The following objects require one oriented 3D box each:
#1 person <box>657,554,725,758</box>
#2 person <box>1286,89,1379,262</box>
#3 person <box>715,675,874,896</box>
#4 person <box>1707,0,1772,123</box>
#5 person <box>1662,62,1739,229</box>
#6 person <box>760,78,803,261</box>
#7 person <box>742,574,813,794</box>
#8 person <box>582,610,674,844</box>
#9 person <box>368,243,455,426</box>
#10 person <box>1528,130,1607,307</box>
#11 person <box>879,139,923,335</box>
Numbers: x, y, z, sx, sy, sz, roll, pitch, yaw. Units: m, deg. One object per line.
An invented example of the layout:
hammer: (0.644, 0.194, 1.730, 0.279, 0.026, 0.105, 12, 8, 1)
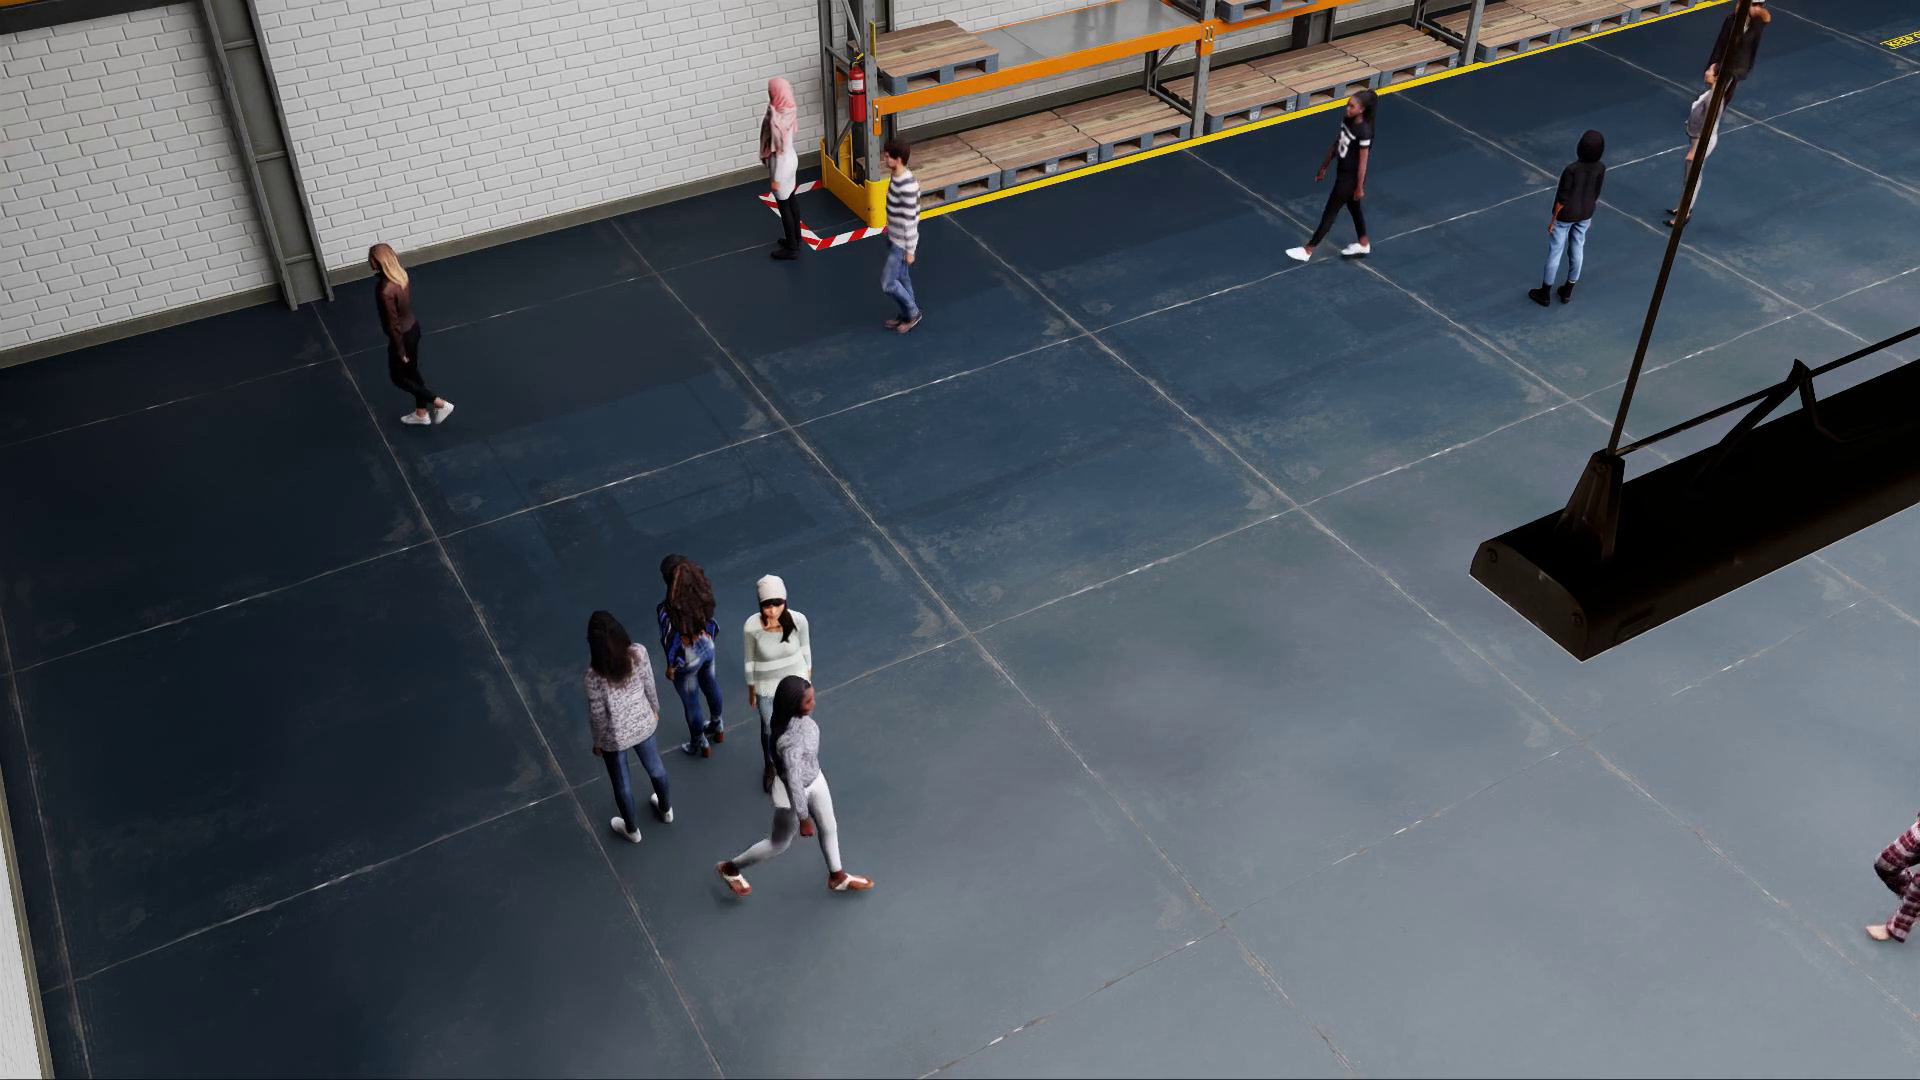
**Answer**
person: (-1.706, 0.730, 10.559, 0.740, 1.615, 0.620, 24, 44, 27)
person: (3.739, -3.413, 15.686, 1.205, 1.690, 0.893, -6, 39, -7)
person: (-1.020, 1.463, 9.580, 1.238, 1.692, 1.061, 3, 39, 4)
person: (8.267, -5.130, 17.891, 0.898, 1.623, 0.952, 7, 39, 9)
person: (7.246, -3.861, 16.258, 0.773, 1.678, 0.673, 20, 43, 23)
person: (-1.667, -3.513, 15.721, 0.794, 1.803, 0.737, 9, 39, 11)
person: (-1.122, 0.885, 10.340, 0.523, 1.645, 0.677, -10, 40, -12)
person: (-2.014, 1.115, 9.984, 0.525, 1.732, 0.718, -28, 47, -31)
person: (-4.429, -1.630, 13.452, 0.884, 1.693, 0.807, 2, 39, 3)
person: (5.542, -2.912, 15.050, 0.576, 1.702, 0.692, -7, 39, -8)
person: (-0.431, -2.655, 14.617, 0.722, 1.841, 0.755, -10, 40, -13)
